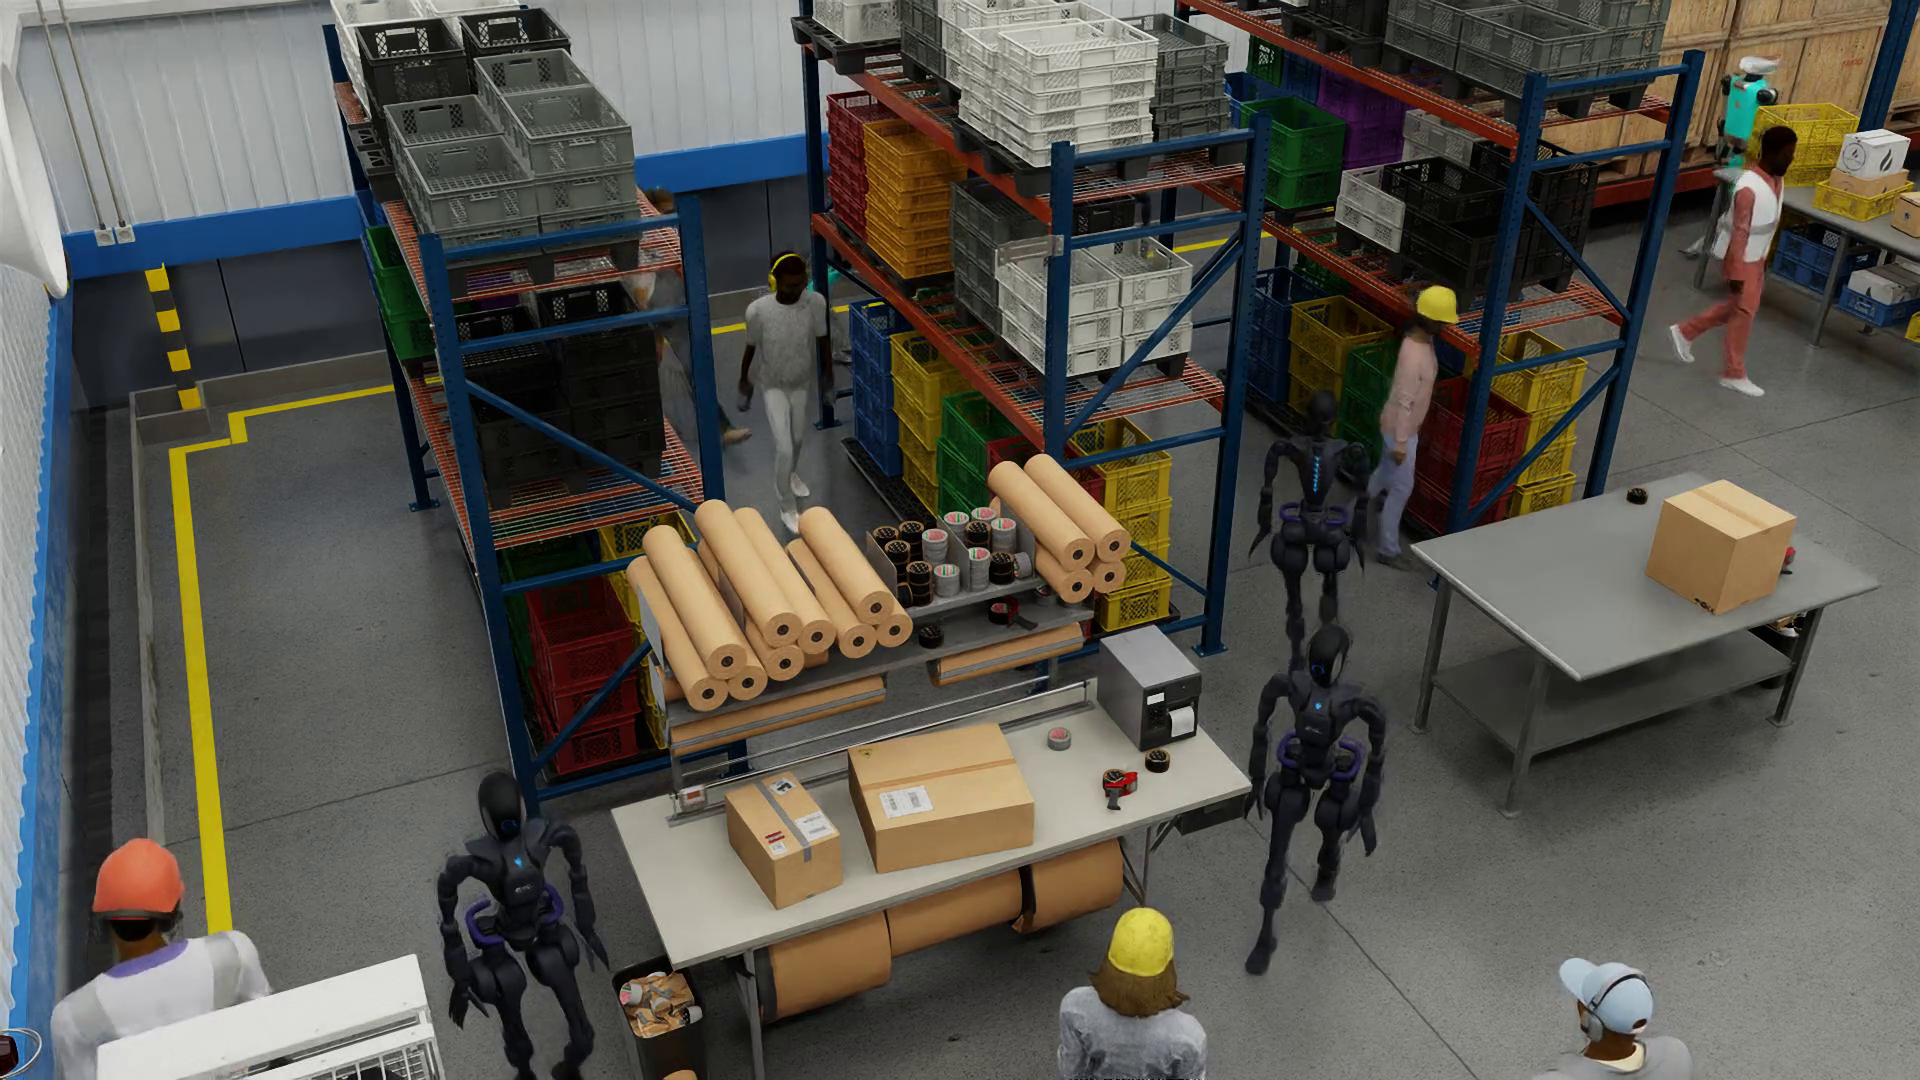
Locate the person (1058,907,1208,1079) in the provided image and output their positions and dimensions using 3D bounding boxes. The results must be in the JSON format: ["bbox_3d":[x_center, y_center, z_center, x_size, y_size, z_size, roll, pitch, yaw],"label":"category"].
[{"bbox_3d":[0.563,1.894,5.494,0.493,1.741,0.312,10,33,16],"label":"person"}]

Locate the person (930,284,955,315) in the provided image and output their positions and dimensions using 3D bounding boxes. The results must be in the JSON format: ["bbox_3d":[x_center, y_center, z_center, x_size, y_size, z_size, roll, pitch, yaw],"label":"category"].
[{"bbox_3d":[-0.096,-2.057,11.855,0.690,1.811,0.651,-10,33,-15],"label":"person"}]

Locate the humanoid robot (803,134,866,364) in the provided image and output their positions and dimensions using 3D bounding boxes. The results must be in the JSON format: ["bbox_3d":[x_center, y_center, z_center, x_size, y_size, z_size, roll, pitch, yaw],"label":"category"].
[{"bbox_3d":[-0.933,-2.118,11.941,0.704,1.726,0.533,5,32,8],"label":"humanoid robot"}]

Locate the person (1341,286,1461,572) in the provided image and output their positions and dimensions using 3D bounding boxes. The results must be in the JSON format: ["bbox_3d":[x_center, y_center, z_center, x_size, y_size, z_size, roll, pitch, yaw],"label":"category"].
[{"bbox_3d":[2.523,-0.655,9.645,0.572,1.757,0.567,10,33,16],"label":"person"}]

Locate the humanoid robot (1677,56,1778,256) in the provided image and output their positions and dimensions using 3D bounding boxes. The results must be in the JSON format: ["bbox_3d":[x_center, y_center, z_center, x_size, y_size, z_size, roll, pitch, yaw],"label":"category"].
[{"bbox_3d":[6.490,-3.090,13.586,0.951,1.742,0.530,-11,33,-17],"label":"humanoid robot"}]

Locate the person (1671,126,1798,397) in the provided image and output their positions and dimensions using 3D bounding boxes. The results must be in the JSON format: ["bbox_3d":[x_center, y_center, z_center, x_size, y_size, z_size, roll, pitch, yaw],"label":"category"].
[{"bbox_3d":[5.486,-1.975,11.628,0.729,1.894,0.602,26,40,35],"label":"person"}]

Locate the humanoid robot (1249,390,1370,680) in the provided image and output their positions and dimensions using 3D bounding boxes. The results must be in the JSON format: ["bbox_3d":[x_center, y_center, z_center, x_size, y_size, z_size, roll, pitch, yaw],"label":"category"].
[{"bbox_3d":[1.824,-0.021,8.667,0.602,1.650,0.410,6,32,10],"label":"humanoid robot"}]

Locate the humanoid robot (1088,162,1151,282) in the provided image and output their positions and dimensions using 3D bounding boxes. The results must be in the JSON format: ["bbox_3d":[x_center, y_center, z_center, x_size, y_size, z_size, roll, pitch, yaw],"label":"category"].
[{"bbox_3d":[1.048,-2.036,11.957,0.625,1.637,0.445,22,38,31],"label":"humanoid robot"}]

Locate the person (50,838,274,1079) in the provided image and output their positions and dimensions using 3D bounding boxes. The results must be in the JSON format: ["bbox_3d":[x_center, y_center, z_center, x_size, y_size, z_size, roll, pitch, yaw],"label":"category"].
[{"bbox_3d":[-2.493,1.830,5.375,0.677,1.962,1.044,-19,36,-28],"label":"person"}]

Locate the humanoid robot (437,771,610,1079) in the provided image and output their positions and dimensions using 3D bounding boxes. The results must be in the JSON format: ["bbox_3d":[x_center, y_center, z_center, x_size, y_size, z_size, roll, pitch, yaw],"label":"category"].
[{"bbox_3d":[-1.613,1.525,6.145,0.609,1.648,0.365,-19,37,-28],"label":"humanoid robot"}]

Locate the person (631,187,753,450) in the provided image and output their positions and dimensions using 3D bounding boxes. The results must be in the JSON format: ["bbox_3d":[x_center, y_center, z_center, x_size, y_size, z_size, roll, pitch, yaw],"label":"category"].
[{"bbox_3d":[-1.834,-1.391,10.767,0.931,1.797,0.536,17,35,25],"label":"person"}]

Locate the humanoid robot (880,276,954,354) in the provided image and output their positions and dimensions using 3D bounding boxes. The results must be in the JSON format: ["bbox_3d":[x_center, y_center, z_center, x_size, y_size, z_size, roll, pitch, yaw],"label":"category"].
[{"bbox_3d":[-0.351,-1.814,11.504,0.532,1.783,0.679,19,36,28],"label":"humanoid robot"}]

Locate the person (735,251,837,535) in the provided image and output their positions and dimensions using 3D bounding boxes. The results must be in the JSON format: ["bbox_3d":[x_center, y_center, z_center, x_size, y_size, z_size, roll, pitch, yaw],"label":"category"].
[{"bbox_3d":[-1.080,-0.963,10.082,0.596,1.812,0.718,-15,34,-22],"label":"person"}]

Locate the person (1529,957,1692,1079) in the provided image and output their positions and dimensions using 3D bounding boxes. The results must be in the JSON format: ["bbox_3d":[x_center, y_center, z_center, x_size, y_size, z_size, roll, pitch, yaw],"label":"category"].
[{"bbox_3d":[1.885,2.007,5.201,0.597,1.850,0.386,-12,34,-18],"label":"person"}]

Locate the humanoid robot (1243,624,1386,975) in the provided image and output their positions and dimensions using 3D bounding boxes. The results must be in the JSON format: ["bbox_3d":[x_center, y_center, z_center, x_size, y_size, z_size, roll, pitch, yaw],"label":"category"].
[{"bbox_3d":[1.498,1.039,6.994,0.586,1.631,0.789,13,34,20],"label":"humanoid robot"}]
